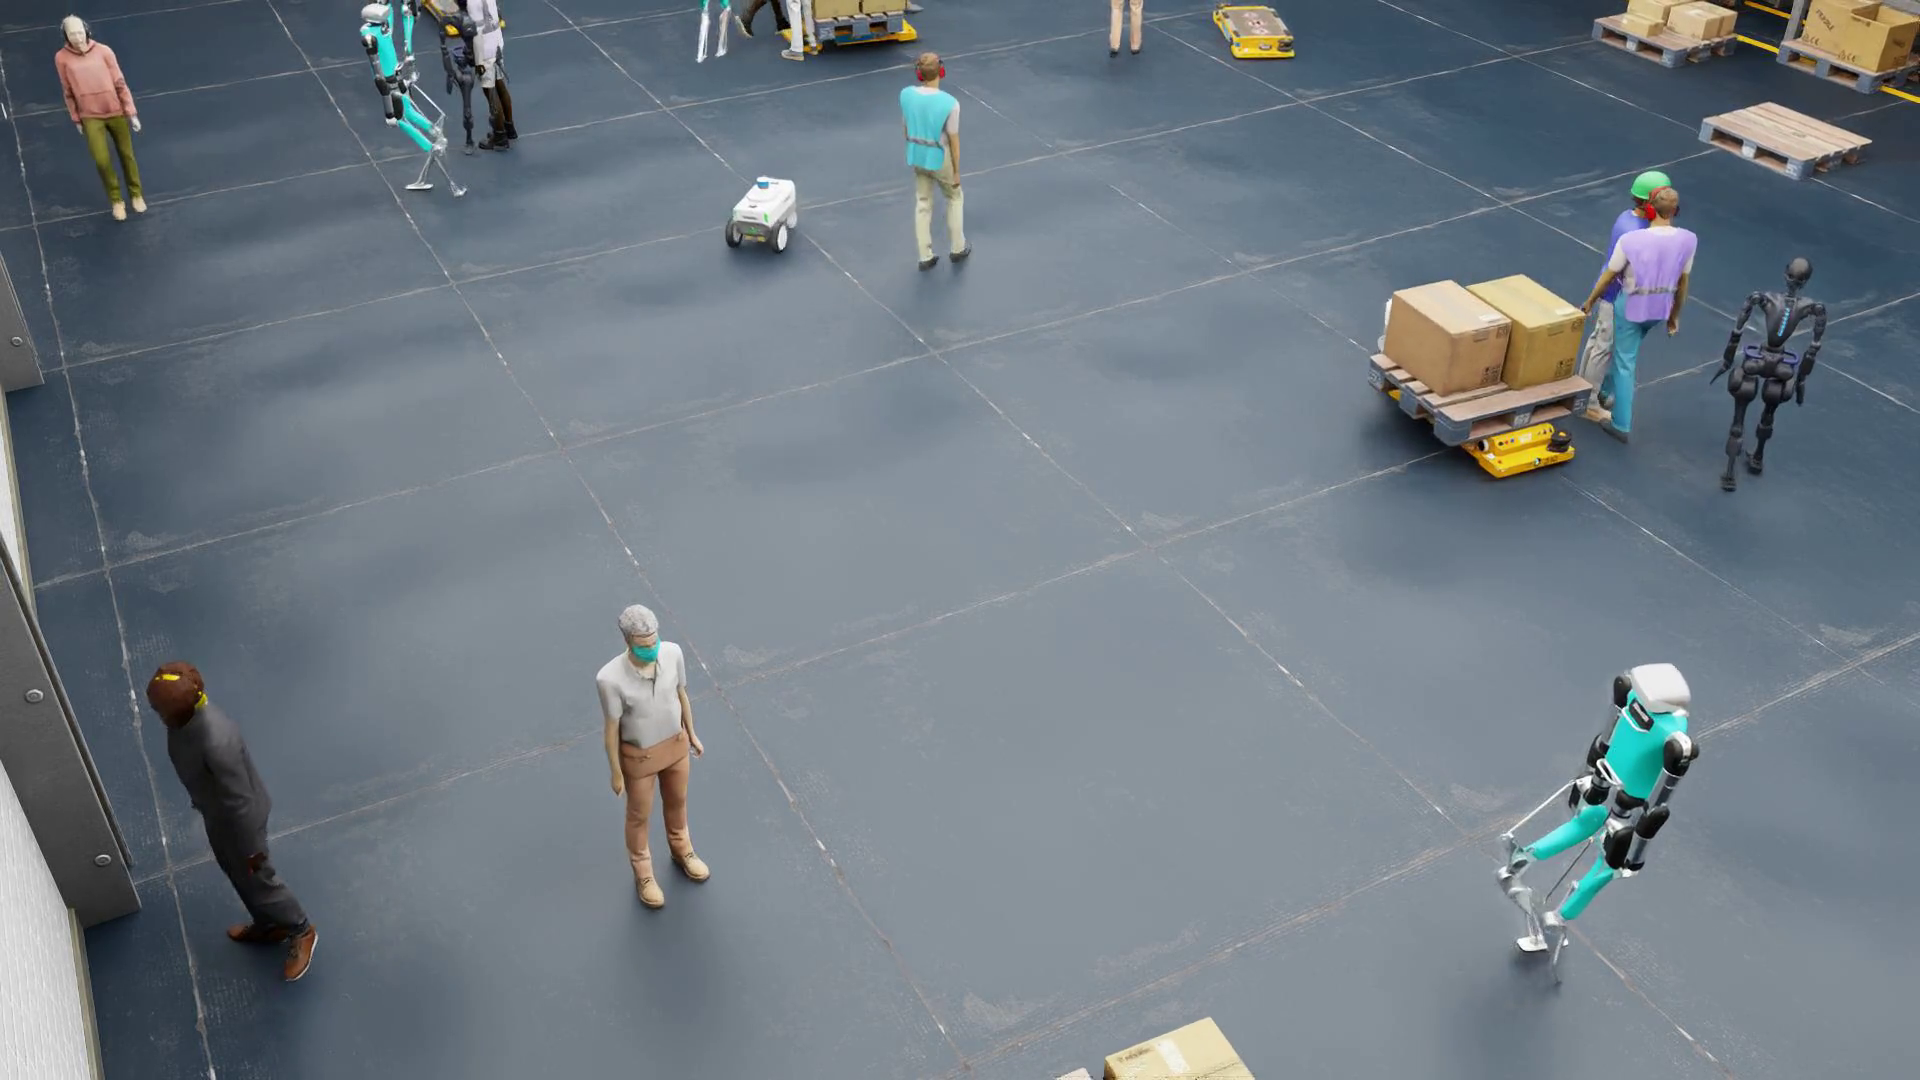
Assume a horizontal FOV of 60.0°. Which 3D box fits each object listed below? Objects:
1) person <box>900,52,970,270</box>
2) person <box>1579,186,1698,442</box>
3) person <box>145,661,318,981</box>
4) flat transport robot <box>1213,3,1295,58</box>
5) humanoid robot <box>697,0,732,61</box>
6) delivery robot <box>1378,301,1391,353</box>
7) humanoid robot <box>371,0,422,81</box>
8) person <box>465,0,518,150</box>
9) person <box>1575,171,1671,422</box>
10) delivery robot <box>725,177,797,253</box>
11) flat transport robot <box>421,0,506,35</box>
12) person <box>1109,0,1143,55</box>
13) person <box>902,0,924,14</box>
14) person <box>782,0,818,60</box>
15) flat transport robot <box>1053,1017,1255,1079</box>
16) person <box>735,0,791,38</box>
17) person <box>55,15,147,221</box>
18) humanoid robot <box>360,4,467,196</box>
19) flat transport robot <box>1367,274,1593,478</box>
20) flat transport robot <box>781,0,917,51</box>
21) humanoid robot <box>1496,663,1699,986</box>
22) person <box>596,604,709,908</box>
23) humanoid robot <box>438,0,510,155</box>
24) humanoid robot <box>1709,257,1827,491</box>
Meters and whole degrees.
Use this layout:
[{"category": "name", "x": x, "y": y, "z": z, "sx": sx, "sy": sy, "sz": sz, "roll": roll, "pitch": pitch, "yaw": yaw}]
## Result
[{"category": "person", "x": -0.201, "y": -3.176, "z": 13.892, "sx": 0.575, "sy": 1.819, "sz": 0.611, "roll": 18, "pitch": 39, "yaw": 23}, {"category": "person", "x": 4.719, "y": -1.649, "z": 11.721, "sx": 0.583, "sy": 1.811, "sz": 0.797, "roll": -8, "pitch": 36, "yaw": -11}, {"category": "person", "x": -3.318, "y": 1.248, "z": 7.554, "sx": 0.606, "sy": 1.862, "sz": 0.370, "roll": 29, "pitch": 45, "yaw": 35}, {"category": "flat transport robot", "x": 3.358, "y": -5.834, "z": 19.046, "sx": 0.659, "sy": 0.231, "sz": 1.431, "roll": -2, "pitch": 35, "yaw": -3}, {"category": "humanoid robot", "x": -2.739, "y": -6.150, "z": 18.232, "sx": 0.532, "sy": 1.797, "sz": 0.698, "roll": 6, "pitch": 35, "yaw": 8}, {"category": "delivery robot", "x": 3.625, "y": -1.584, "z": 12.745, "sx": 0.499, "sy": 0.614, "sz": 0.815, "roll": -27, "pitch": 43, "yaw": -33}, {"category": "humanoid robot", "x": -5.865, "y": -5.463, "z": 17.294, "sx": 0.540, "sy": 1.786, "sz": 1.044, "roll": -7, "pitch": 36, "yaw": -9}, {"category": "person", "x": -4.602, "y": -4.734, "z": 16.032, "sx": 0.384, "sy": 1.929, "sz": 0.542, "roll": 2, "pitch": 35, "yaw": 2}, {"category": "person", "x": 4.693, "y": -1.728, "z": 11.787, "sx": 0.357, "sy": 1.871, "sz": 0.468, "roll": 8, "pitch": 36, "yaw": 11}, {"category": "delivery robot", "x": -1.712, "y": -2.885, "z": 14.567, "sx": 0.499, "sy": 0.572, "sz": 0.747, "roll": 9, "pitch": 36, "yaw": 13}, {"category": "flat transport robot", "x": -5.916, "y": -6.307, "z": 19.720, "sx": 0.659, "sy": 0.231, "sz": 1.431, "roll": -17, "pitch": 39, "yaw": -23}, {"category": "person", "x": 1.859, "y": -6.207, "z": 18.358, "sx": 0.477, "sy": 1.678, "sz": 0.382, "roll": 3, "pitch": 35, "yaw": 4}, {"category": "person", "x": -0.784, "y": -7.156, "z": 19.537, "sx": 0.969, "sy": 1.865, "sz": 0.571, "roll": 18, "pitch": 39, "yaw": 23}, {"category": "person", "x": -1.791, "y": -6.220, "z": 18.189, "sx": 0.341, "sy": 1.882, "sz": 0.583, "roll": 26, "pitch": 42, "yaw": 32}, {"category": "flat transport robot", "x": 0.787, "y": 2.818, "z": 6.693, "sx": 0.659, "sy": 0.231, "sz": 1.431, "roll": -15, "pitch": 38, "yaw": -20}, {"category": "person", "x": -2.239, "y": -6.630, "z": 18.739, "sx": 0.785, "sy": 1.923, "sz": 0.664, "roll": -21, "pitch": 40, "yaw": -27}, {"category": "person", "x": -7.546, "y": -3.720, "z": 14.681, "sx": 0.539, "sy": 1.819, "sz": 0.600, "roll": -16, "pitch": 38, "yaw": -22}, {"category": "humanoid robot", "x": -4.882, "y": -3.926, "z": 15.120, "sx": 0.816, "sy": 1.871, "sz": 0.546, "roll": -1, "pitch": 35, "yaw": -2}, {"category": "flat transport robot", "x": 3.720, "y": -0.935, "z": 12.051, "sx": 0.659, "sy": 0.231, "sz": 1.431, "roll": -14, "pitch": 37, "yaw": -19}, {"category": "flat transport robot", "x": -1.275, "y": -5.849, "z": 19.067, "sx": 1.431, "sy": 0.231, "sz": 0.659, "roll": -11, "pitch": 37, "yaw": -16}, {"category": "humanoid robot", "x": 2.774, "y": 1.357, "z": 7.565, "sx": 0.736, "sy": 1.869, "sz": 0.539, "roll": -6, "pitch": 36, "yaw": -9}, {"category": "person", "x": -1.471, "y": 1.011, "z": 7.985, "sx": 0.493, "sy": 1.742, "sz": 0.302, "roll": -26, "pitch": 42, "yaw": -32}, {"category": "humanoid robot", "x": -4.653, "y": -4.536, "z": 15.967, "sx": 0.610, "sy": 1.650, "sz": 0.309, "roll": -17, "pitch": 39, "yaw": -23}, {"category": "humanoid robot", "x": 5.375, "y": -1.148, "z": 11.147, "sx": 0.589, "sy": 1.644, "sz": 0.567, "roll": 11, "pitch": 36, "yaw": 15}]
